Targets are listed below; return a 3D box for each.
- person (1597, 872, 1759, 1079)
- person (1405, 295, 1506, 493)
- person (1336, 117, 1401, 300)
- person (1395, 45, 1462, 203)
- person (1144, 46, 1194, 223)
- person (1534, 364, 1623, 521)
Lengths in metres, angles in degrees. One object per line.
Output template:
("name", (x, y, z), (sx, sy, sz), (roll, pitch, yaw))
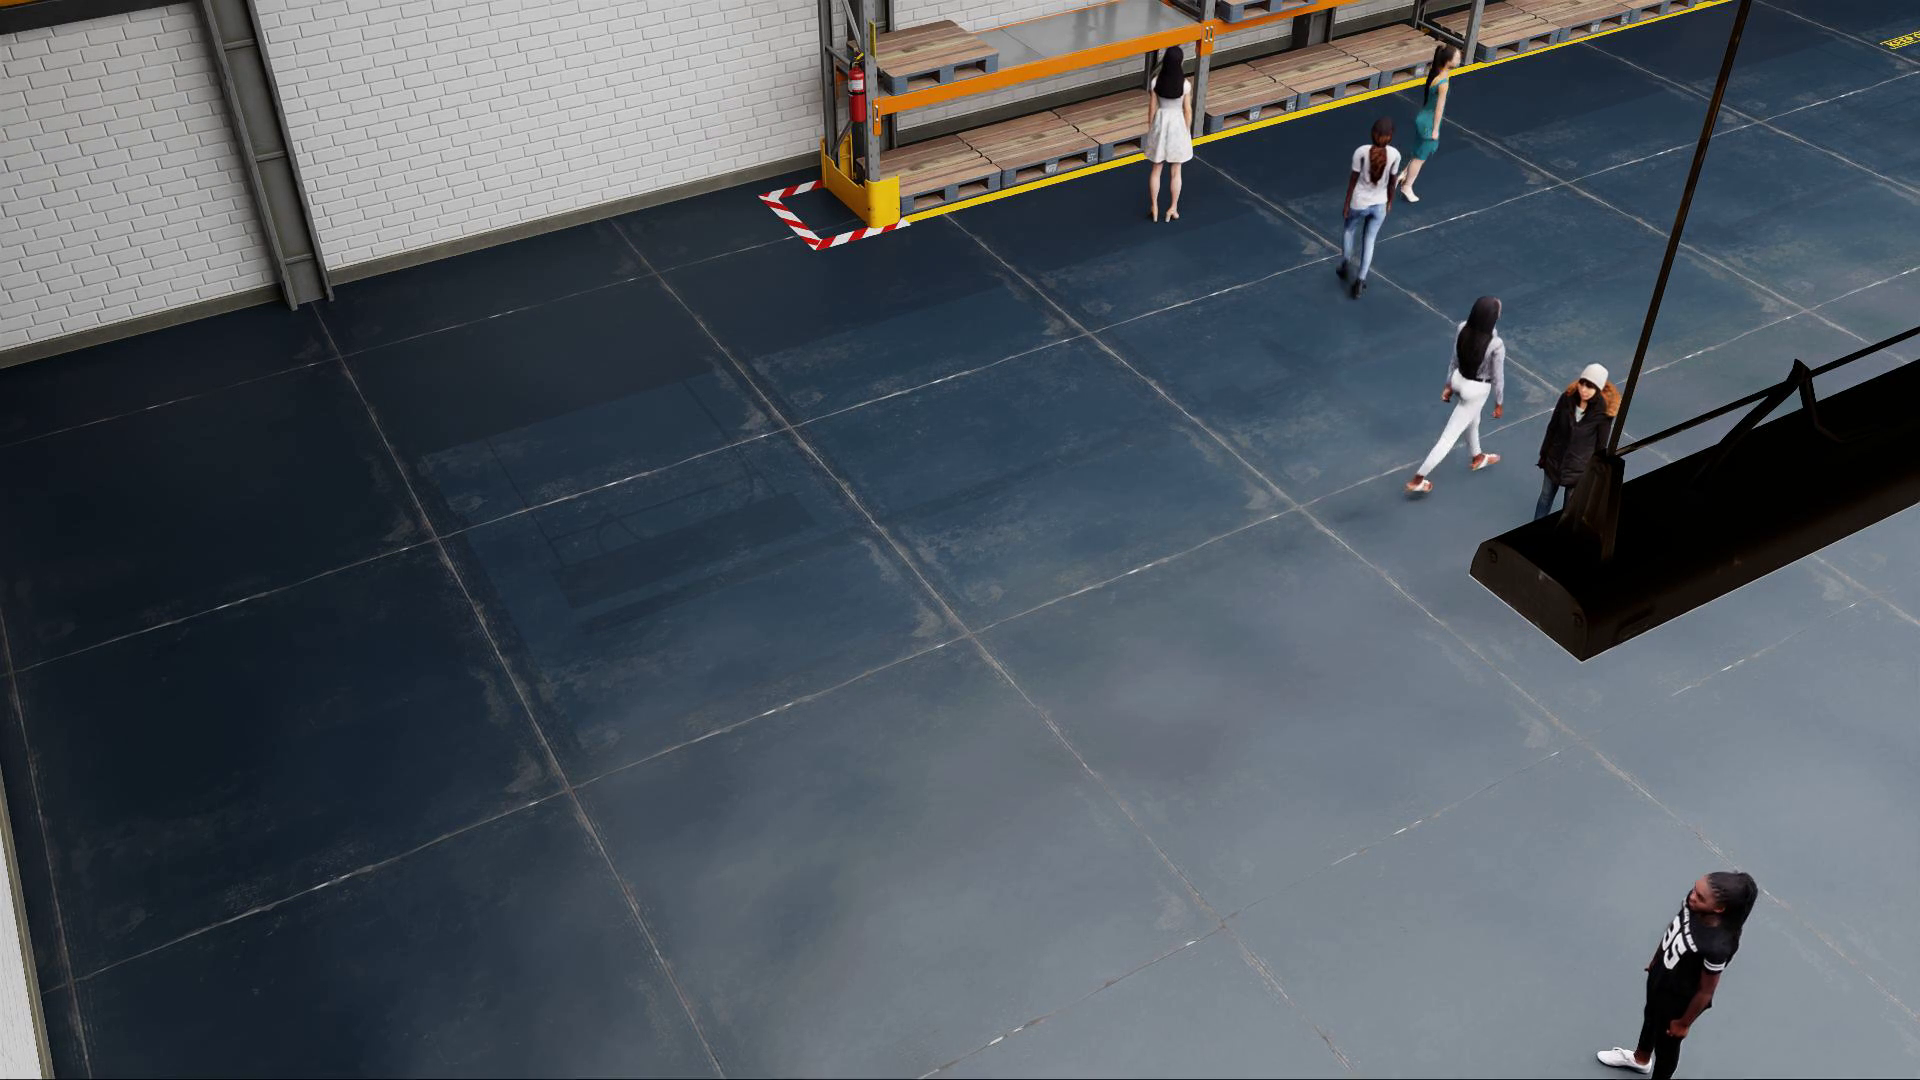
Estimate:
("person", (3.667, 2.294, 8.509), (0.737, 1.730, 0.713), (2, 39, 2))
("person", (3.842, -1.072, 12.766), (1.213, 1.677, 0.646), (-18, 42, -21))
("person", (3.725, -2.994, 15.148), (0.815, 1.708, 0.863), (2, 39, 2))
("person", (4.621, -4.143, 16.620), (0.759, 1.666, 0.703), (2, 39, 2))
("person", (2.044, -3.964, 16.309), (0.775, 1.776, 0.831), (11, 40, 13))
("person", (4.476, -0.585, 12.190), (0.697, 1.633, 0.696), (29, 47, 31))
